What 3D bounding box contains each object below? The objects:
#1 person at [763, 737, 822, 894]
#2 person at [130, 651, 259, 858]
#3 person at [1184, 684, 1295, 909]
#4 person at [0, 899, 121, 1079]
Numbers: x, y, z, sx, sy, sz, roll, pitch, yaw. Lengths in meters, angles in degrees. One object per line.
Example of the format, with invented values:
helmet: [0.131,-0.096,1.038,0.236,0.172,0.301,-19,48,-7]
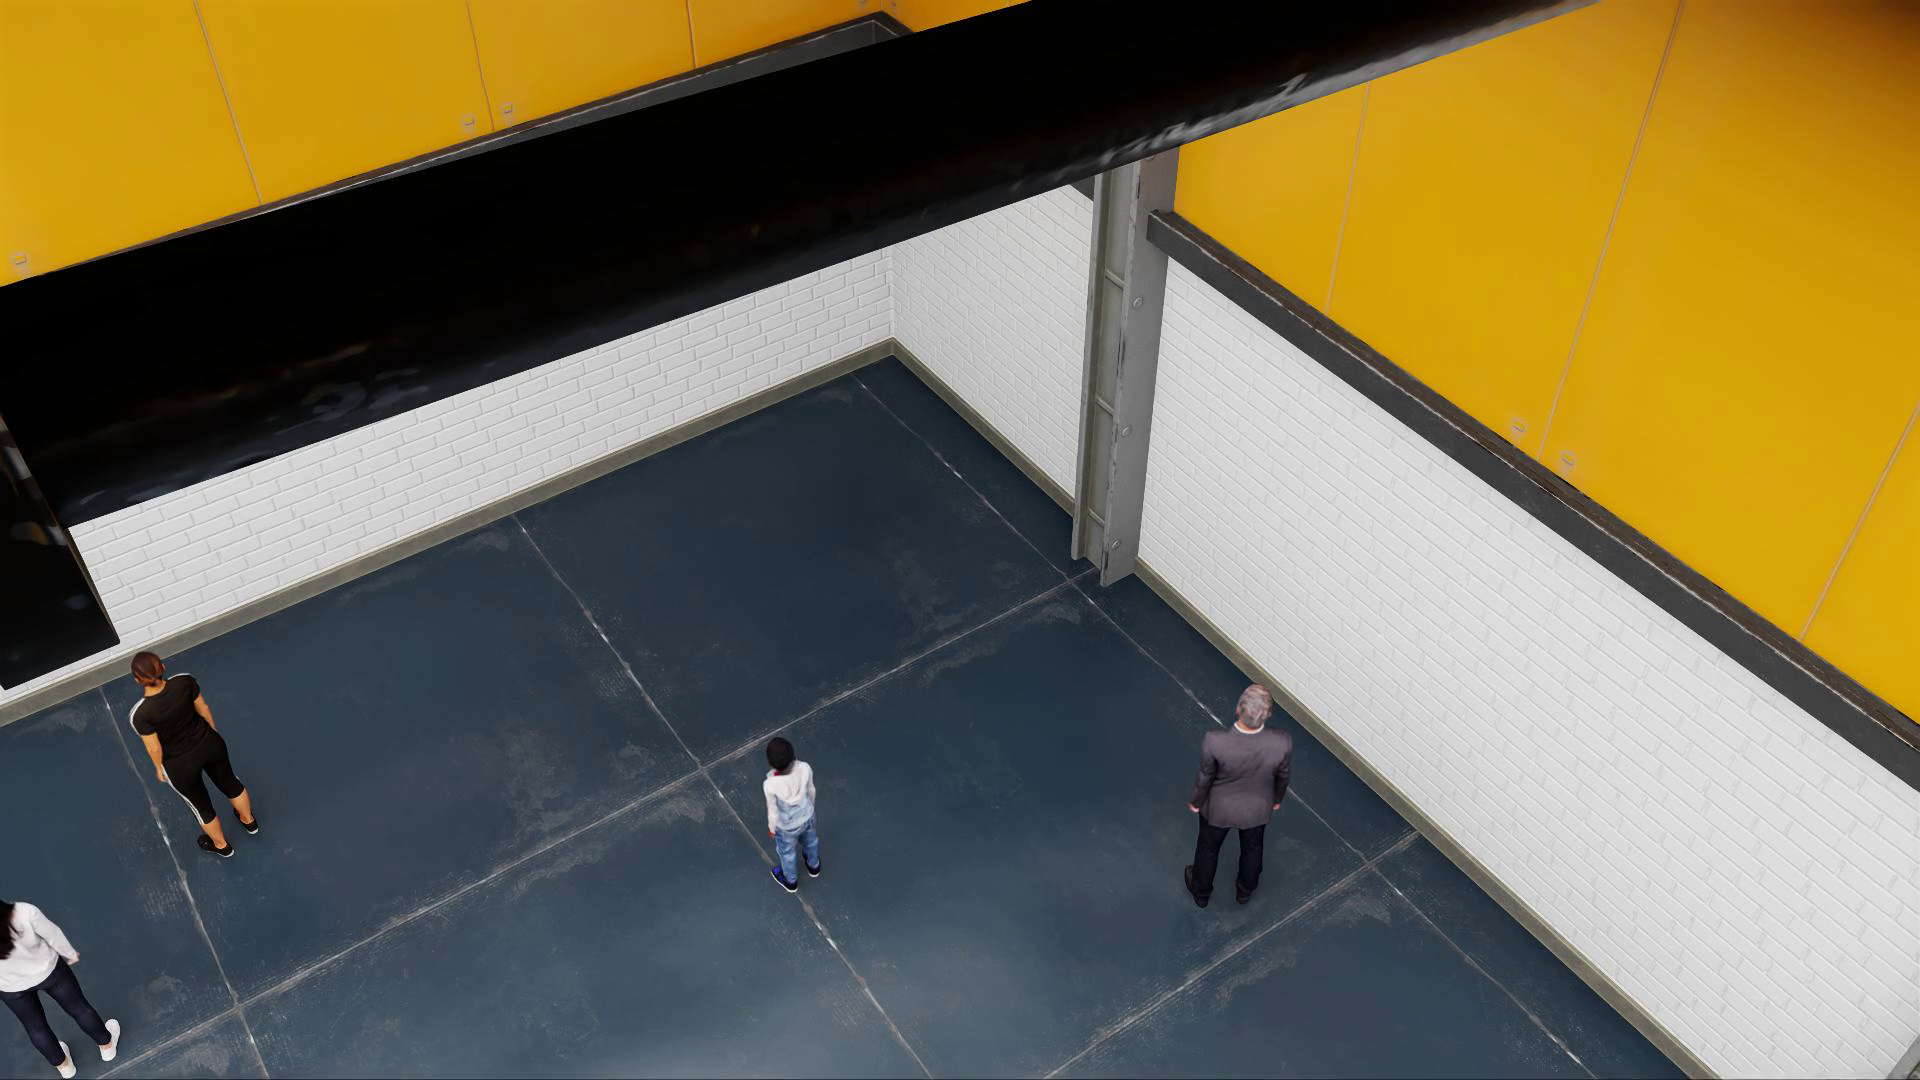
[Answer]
person: [-0.981,1.598,9.704,0.472,1.260,0.481,-26,49,-25]
person: [-4.526,1.244,9.779,0.639,1.669,0.651,24,49,23]
person: [1.572,1.459,9.428,0.798,1.842,0.800,-2,44,-3]
person: [-4.870,2.265,8.684,0.636,1.701,0.589,-20,47,-20]
